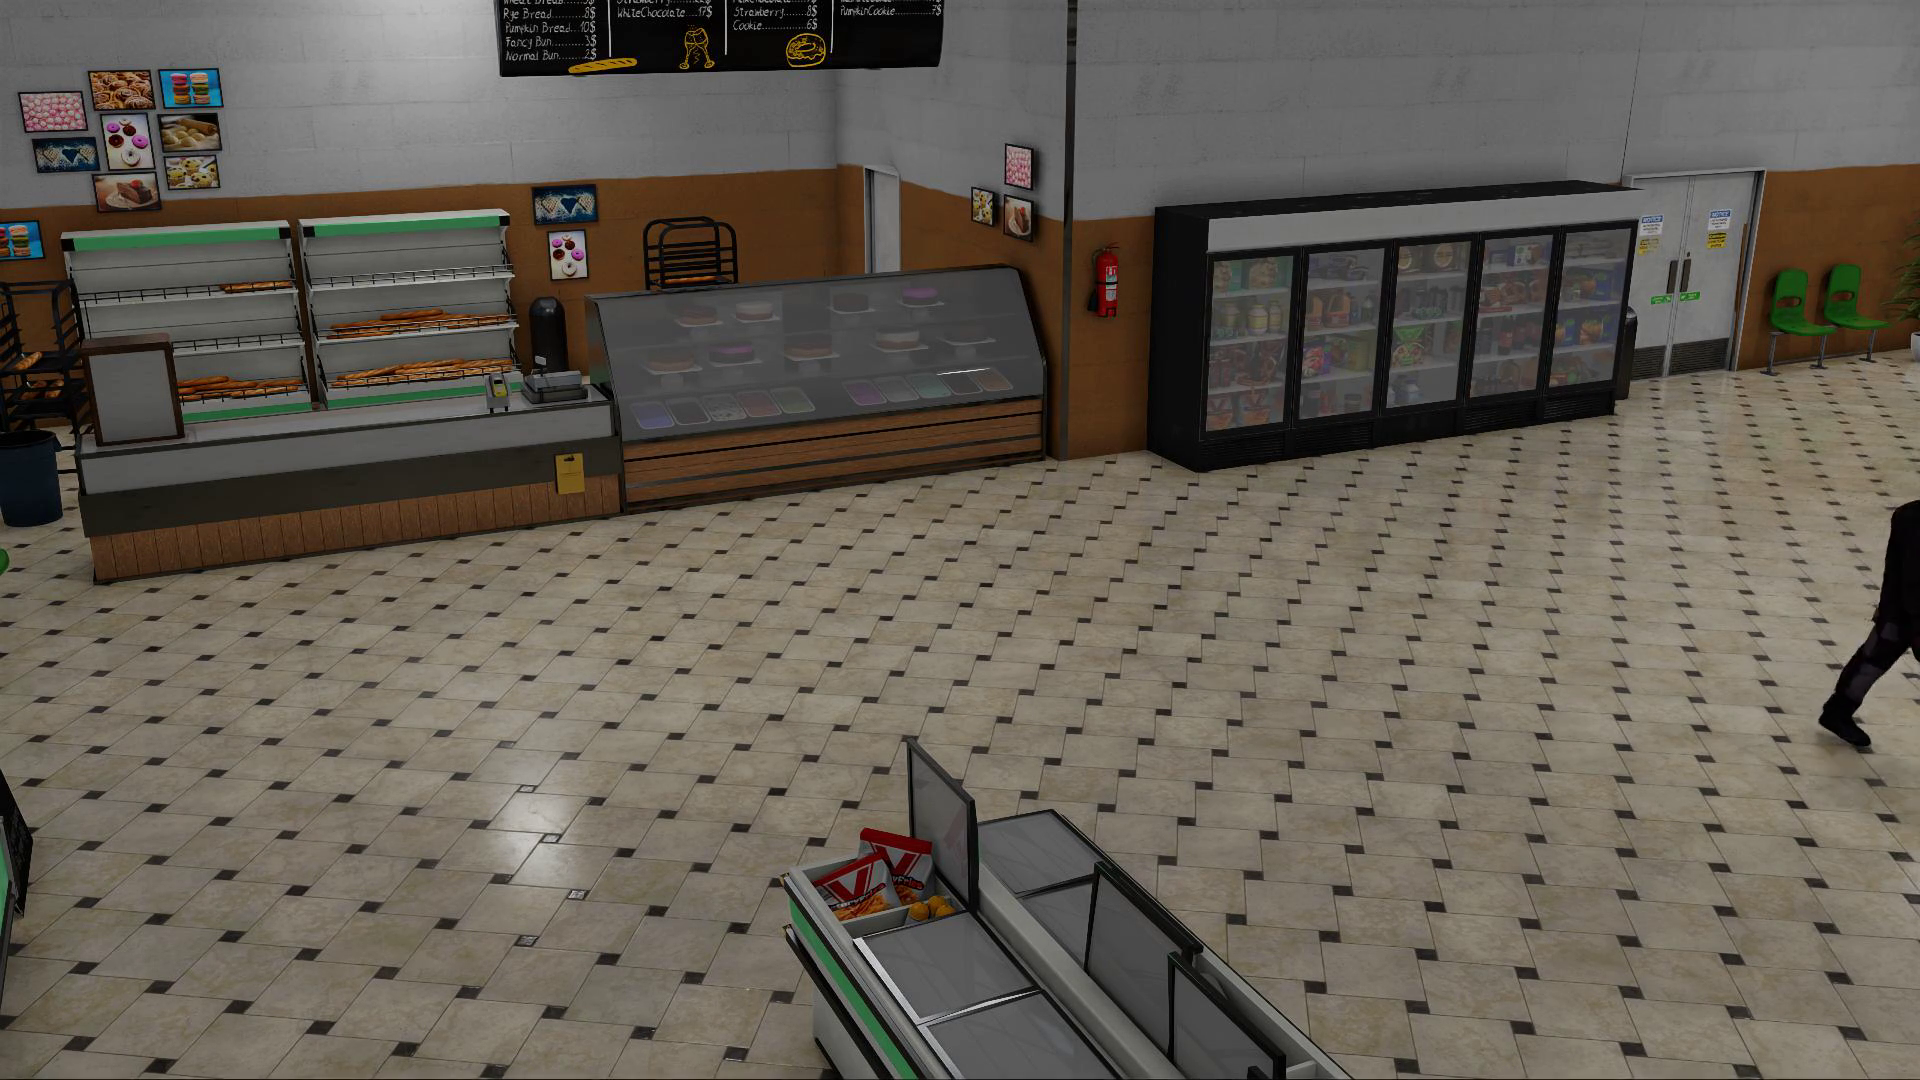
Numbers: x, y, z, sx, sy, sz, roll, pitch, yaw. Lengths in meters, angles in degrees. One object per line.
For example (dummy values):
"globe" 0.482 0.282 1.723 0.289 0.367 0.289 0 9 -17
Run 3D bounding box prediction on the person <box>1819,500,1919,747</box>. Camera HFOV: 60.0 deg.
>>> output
"person" 5.313 0.388 9.437 0.713 1.780 1.212 -9 21 -25
